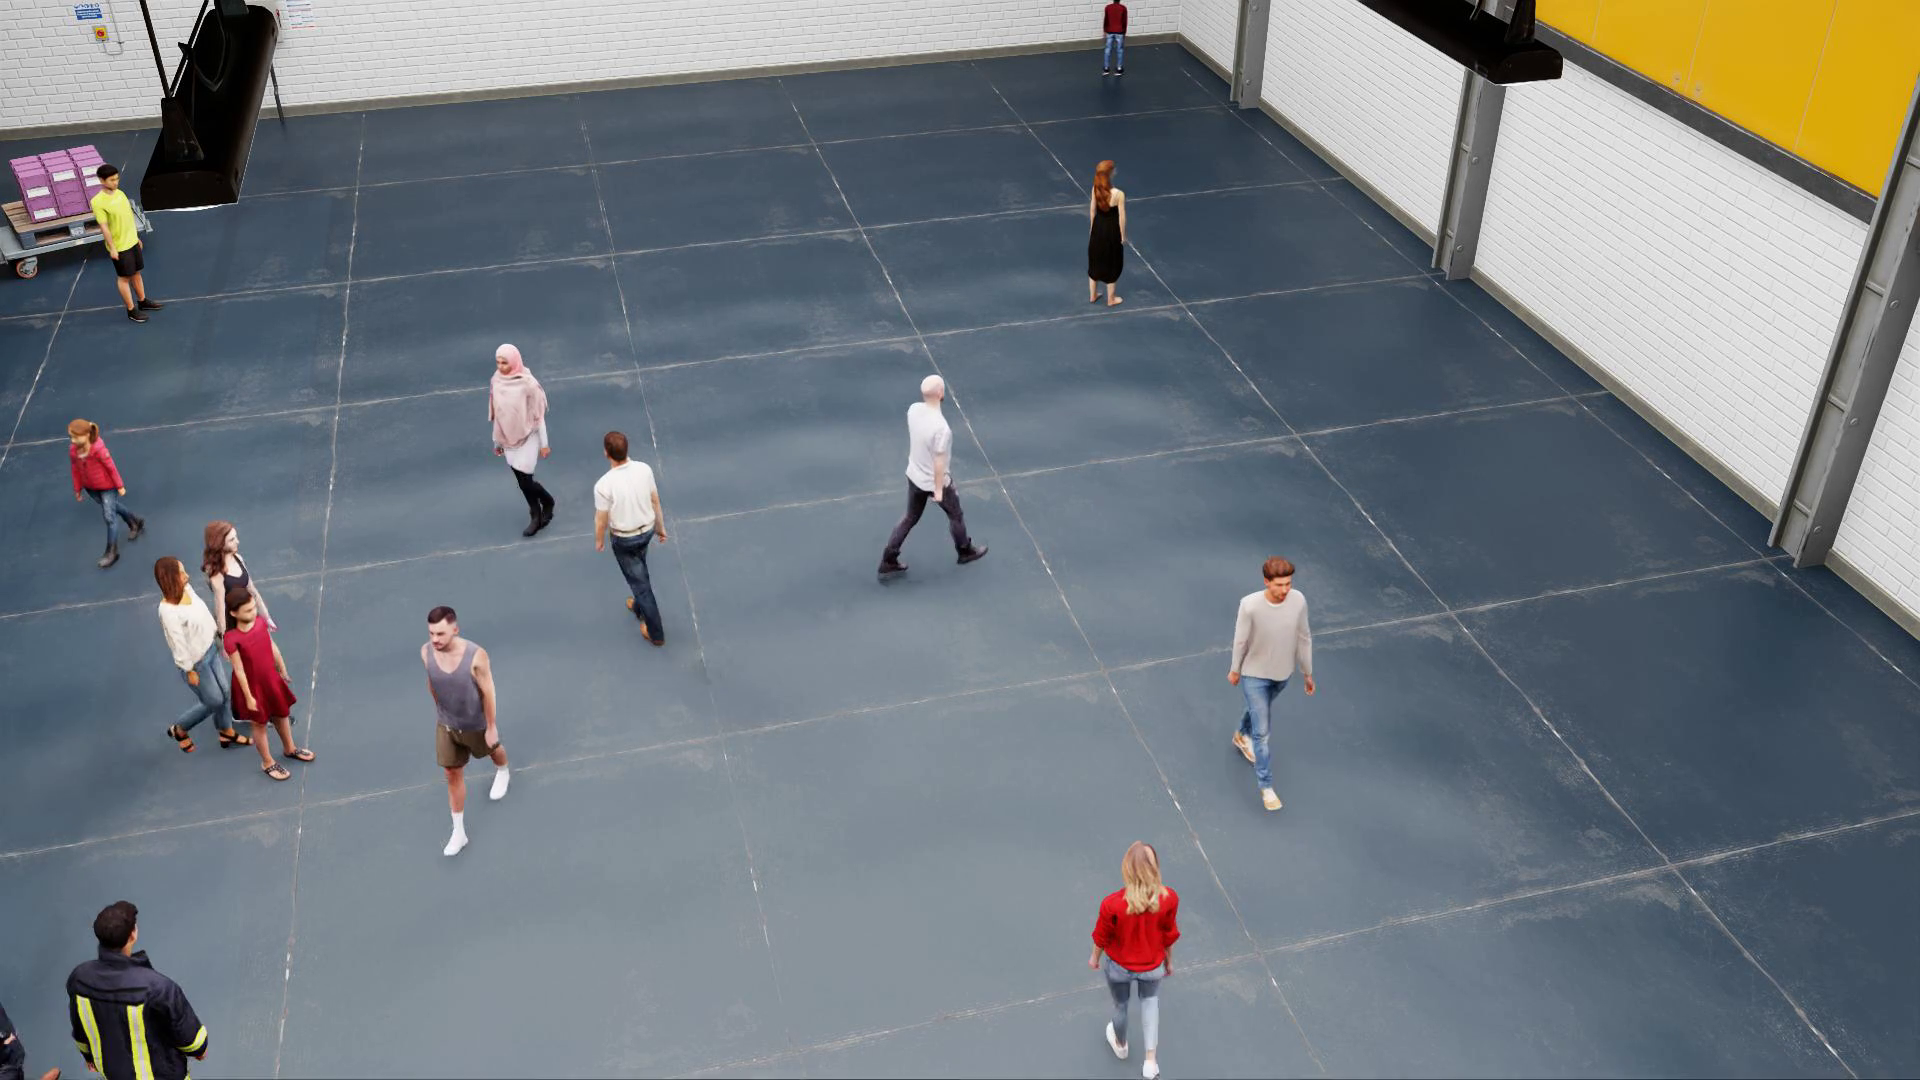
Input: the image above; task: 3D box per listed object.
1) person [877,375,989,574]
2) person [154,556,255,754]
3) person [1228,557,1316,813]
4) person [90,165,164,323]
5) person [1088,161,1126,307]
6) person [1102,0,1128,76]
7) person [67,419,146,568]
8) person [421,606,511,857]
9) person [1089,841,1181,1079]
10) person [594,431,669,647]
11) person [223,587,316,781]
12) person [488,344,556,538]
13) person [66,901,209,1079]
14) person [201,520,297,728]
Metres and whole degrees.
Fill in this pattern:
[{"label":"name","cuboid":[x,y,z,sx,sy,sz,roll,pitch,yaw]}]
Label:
[{"label":"person","cuboid":[-0.342,-0.466,13.598,1.018,1.785,1.249,-20,38,-27]},{"label":"person","cuboid":[-5.447,0.835,11.741,0.777,1.673,0.766,-2,34,-3]},{"label":"person","cuboid":[2.094,0.859,11.542,0.690,1.854,1.139,-10,35,-14]},{"label":"person","cuboid":[-8.969,-3.195,17.775,0.756,1.705,0.613,5,34,7]},{"label":"person","cuboid":[1.583,-3.333,18.055,0.664,1.626,0.732,21,39,28]},{"label":"person","cuboid":[2.317,-7.582,24.787,0.586,1.250,0.613,8,34,11]},{"label":"person","cuboid":[-7.216,-0.482,14.067,0.793,1.292,0.975,7,34,11]},{"label":"person","cuboid":[-3.295,1.146,11.240,0.942,1.796,1.254,4,34,6]},{"label":"person","cuboid":[0.994,2.418,9.340,0.667,1.695,0.804,-6,34,-8]},{"label":"person","cuboid":[-2.460,0.034,12.802,0.917,1.832,1.021,-28,43,-35]},{"label":"person","cuboid":[-4.920,0.982,11.629,0.747,1.554,0.686,14,36,20]},{"label":"person","cuboid":[-3.700,-0.883,14.218,0.782,1.793,0.838,14,36,20]},{"label":"person","cuboid":[-4.293,2.751,8.653,0.906,1.901,0.904,7,34,10]},{"label":"person","cuboid":[-5.314,0.623,12.020,0.761,1.717,0.744,1,34,2]}]
